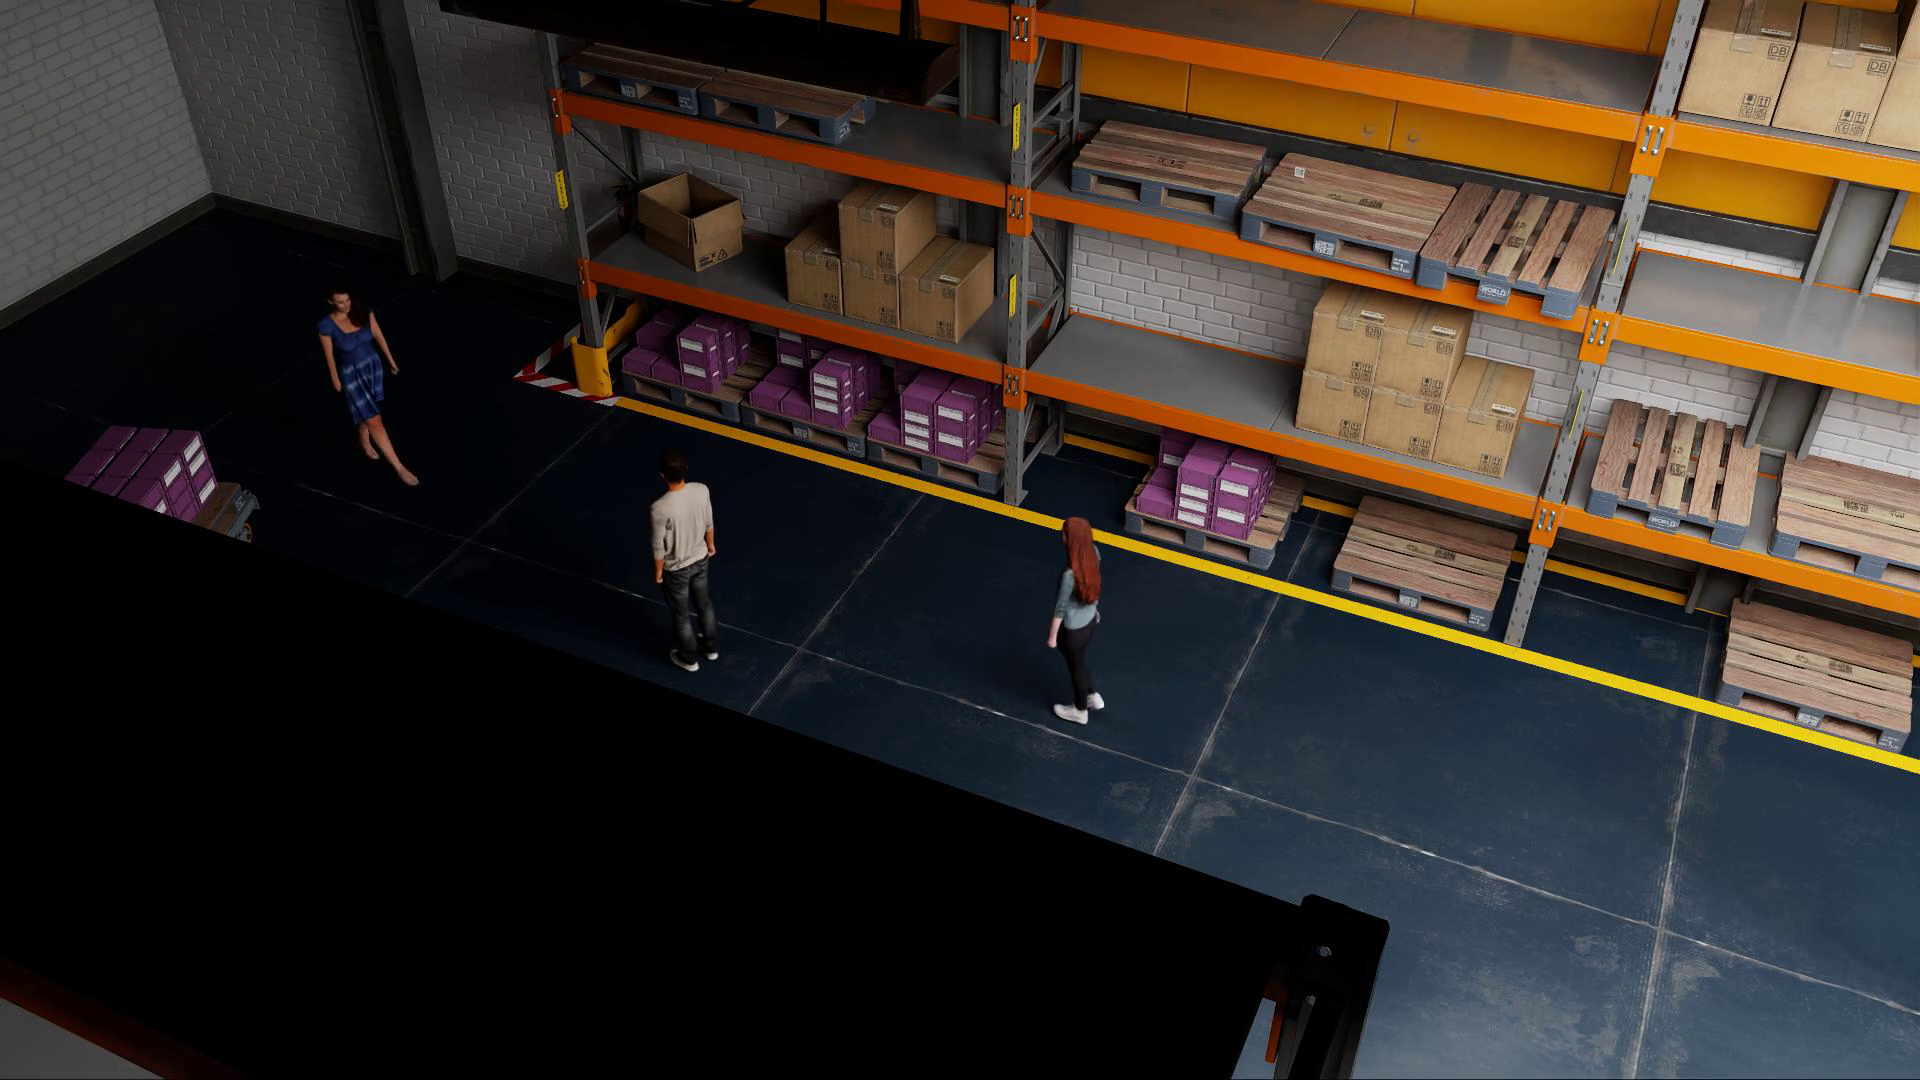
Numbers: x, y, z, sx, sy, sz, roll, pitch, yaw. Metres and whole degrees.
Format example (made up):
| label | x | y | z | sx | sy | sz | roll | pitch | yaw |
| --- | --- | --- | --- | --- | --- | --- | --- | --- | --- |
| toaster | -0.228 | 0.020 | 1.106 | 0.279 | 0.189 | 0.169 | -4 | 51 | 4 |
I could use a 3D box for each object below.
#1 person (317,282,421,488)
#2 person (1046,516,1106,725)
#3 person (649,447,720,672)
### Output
| label | x | y | z | sx | sy | sz | roll | pitch | yaw |
| --- | --- | --- | --- | --- | --- | --- | --- | --- | --- |
| person | -4.832 | -1.289 | 13.334 | 1.186 | 1.752 | 0.799 | 25 | 45 | 28 |
| person | 0.846 | 0.590 | 10.996 | 0.626 | 1.734 | 0.579 | 19 | 42 | 22 |
| person | -1.891 | 0.147 | 11.493 | 0.719 | 1.807 | 0.670 | -31 | 48 | -33 |
